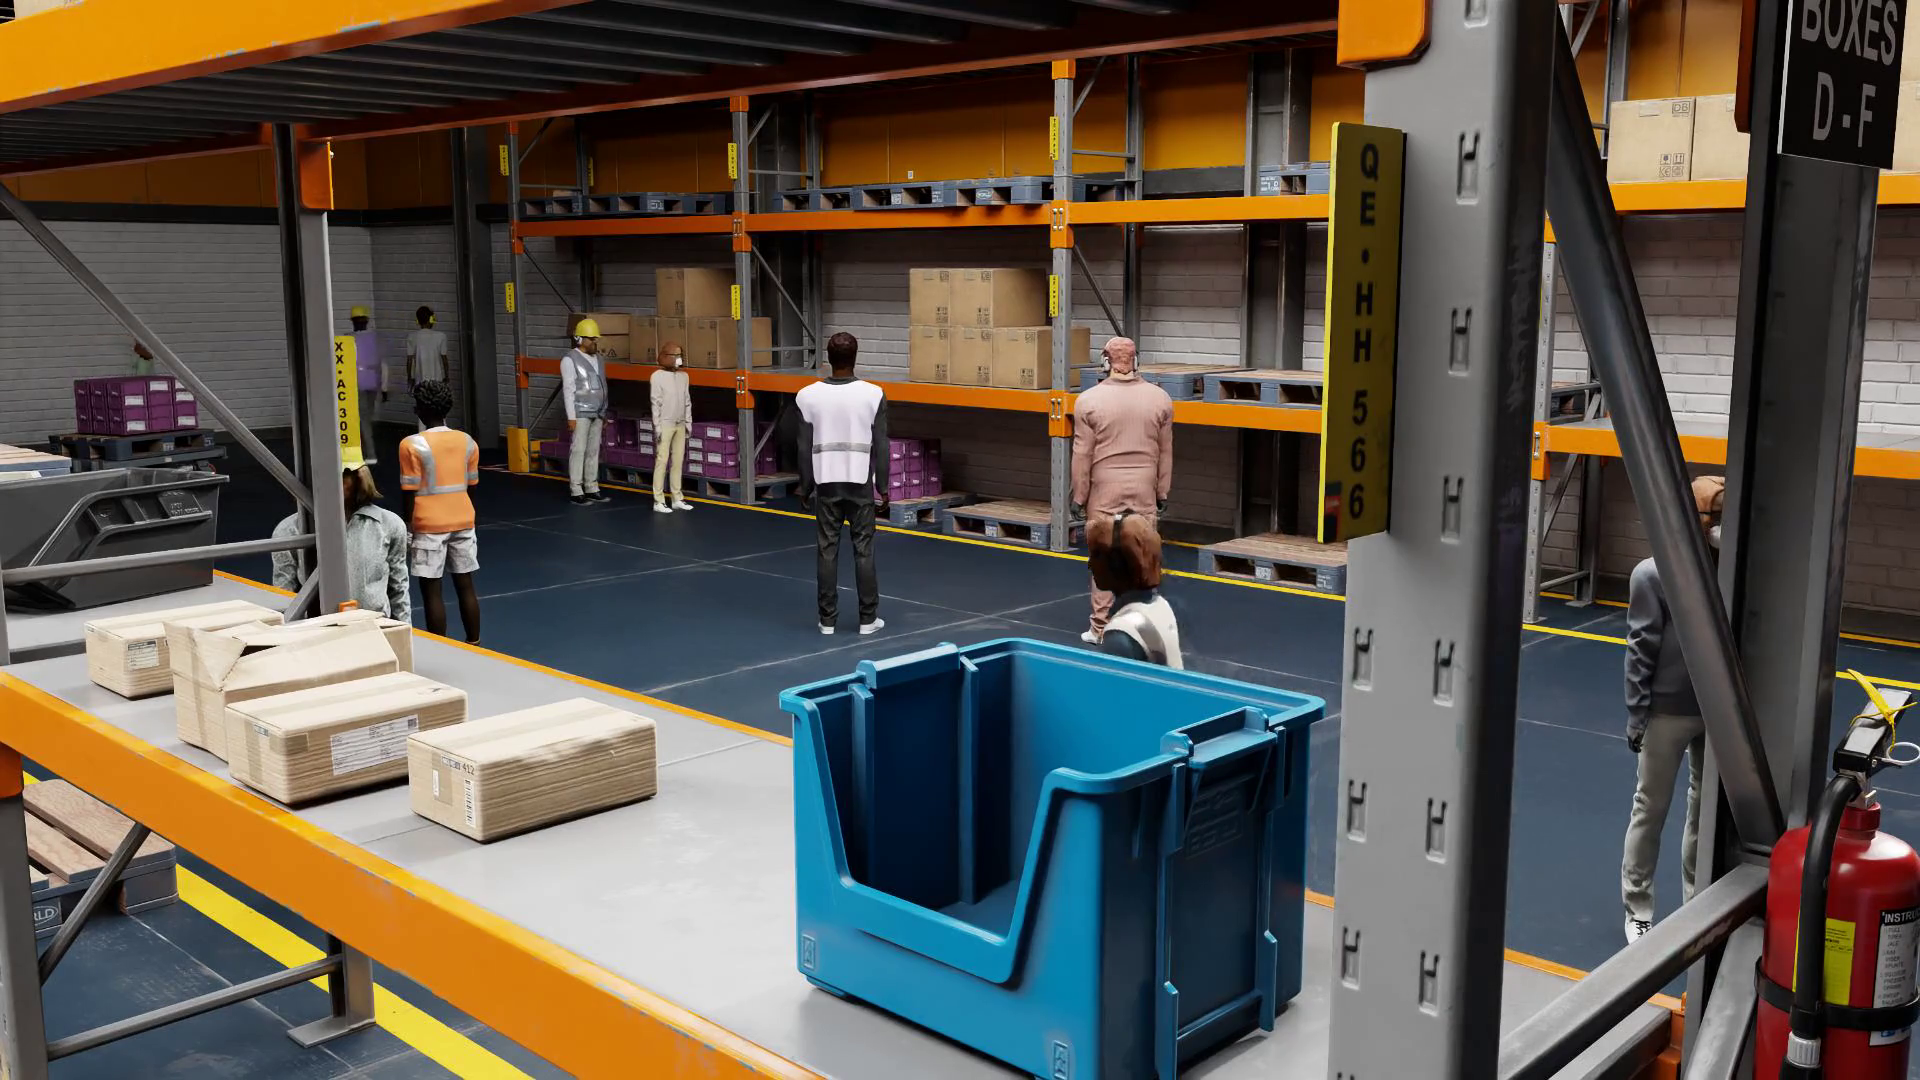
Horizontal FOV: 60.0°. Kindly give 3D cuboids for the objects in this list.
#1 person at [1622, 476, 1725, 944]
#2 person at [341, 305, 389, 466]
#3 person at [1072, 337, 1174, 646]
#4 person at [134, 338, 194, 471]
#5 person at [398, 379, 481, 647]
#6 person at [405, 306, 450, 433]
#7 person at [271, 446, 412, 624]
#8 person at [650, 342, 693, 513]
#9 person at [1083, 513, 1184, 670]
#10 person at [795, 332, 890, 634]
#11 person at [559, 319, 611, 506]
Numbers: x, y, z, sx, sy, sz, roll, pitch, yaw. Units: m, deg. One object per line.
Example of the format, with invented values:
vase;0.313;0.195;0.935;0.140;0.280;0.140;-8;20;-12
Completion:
person;2.477;0.594;5.609;0.500;1.636;0.284;-1;9;-7
person;-7.140;-1.834;19.763;0.936;1.871;0.612;9;13;44
person;0.982;-0.289;10.215;0.639;1.903;0.409;-2;9;-12
person;-8.970;-1.479;18.460;0.852;1.571;0.609;-3;10;-20
person;-2.977;-0.075;9.553;0.322;1.689;0.530;6;11;32
person;-6.505;-1.920;20.339;0.514;1.861;0.332;-3;10;-16
person;-2.269;0.448;6.174;0.491;1.743;0.324;-6;11;-32
person;-2.751;-1.074;15.879;0.271;1.629;0.500;6;11;35
person;0.437;0.724;4.903;0.774;1.604;0.527;2;9;13
person;-0.735;-0.350;10.529;0.587;1.920;0.392;1;9;3
person;-3.664;-1.257;16.367;0.403;1.827;0.601;4;10;23
